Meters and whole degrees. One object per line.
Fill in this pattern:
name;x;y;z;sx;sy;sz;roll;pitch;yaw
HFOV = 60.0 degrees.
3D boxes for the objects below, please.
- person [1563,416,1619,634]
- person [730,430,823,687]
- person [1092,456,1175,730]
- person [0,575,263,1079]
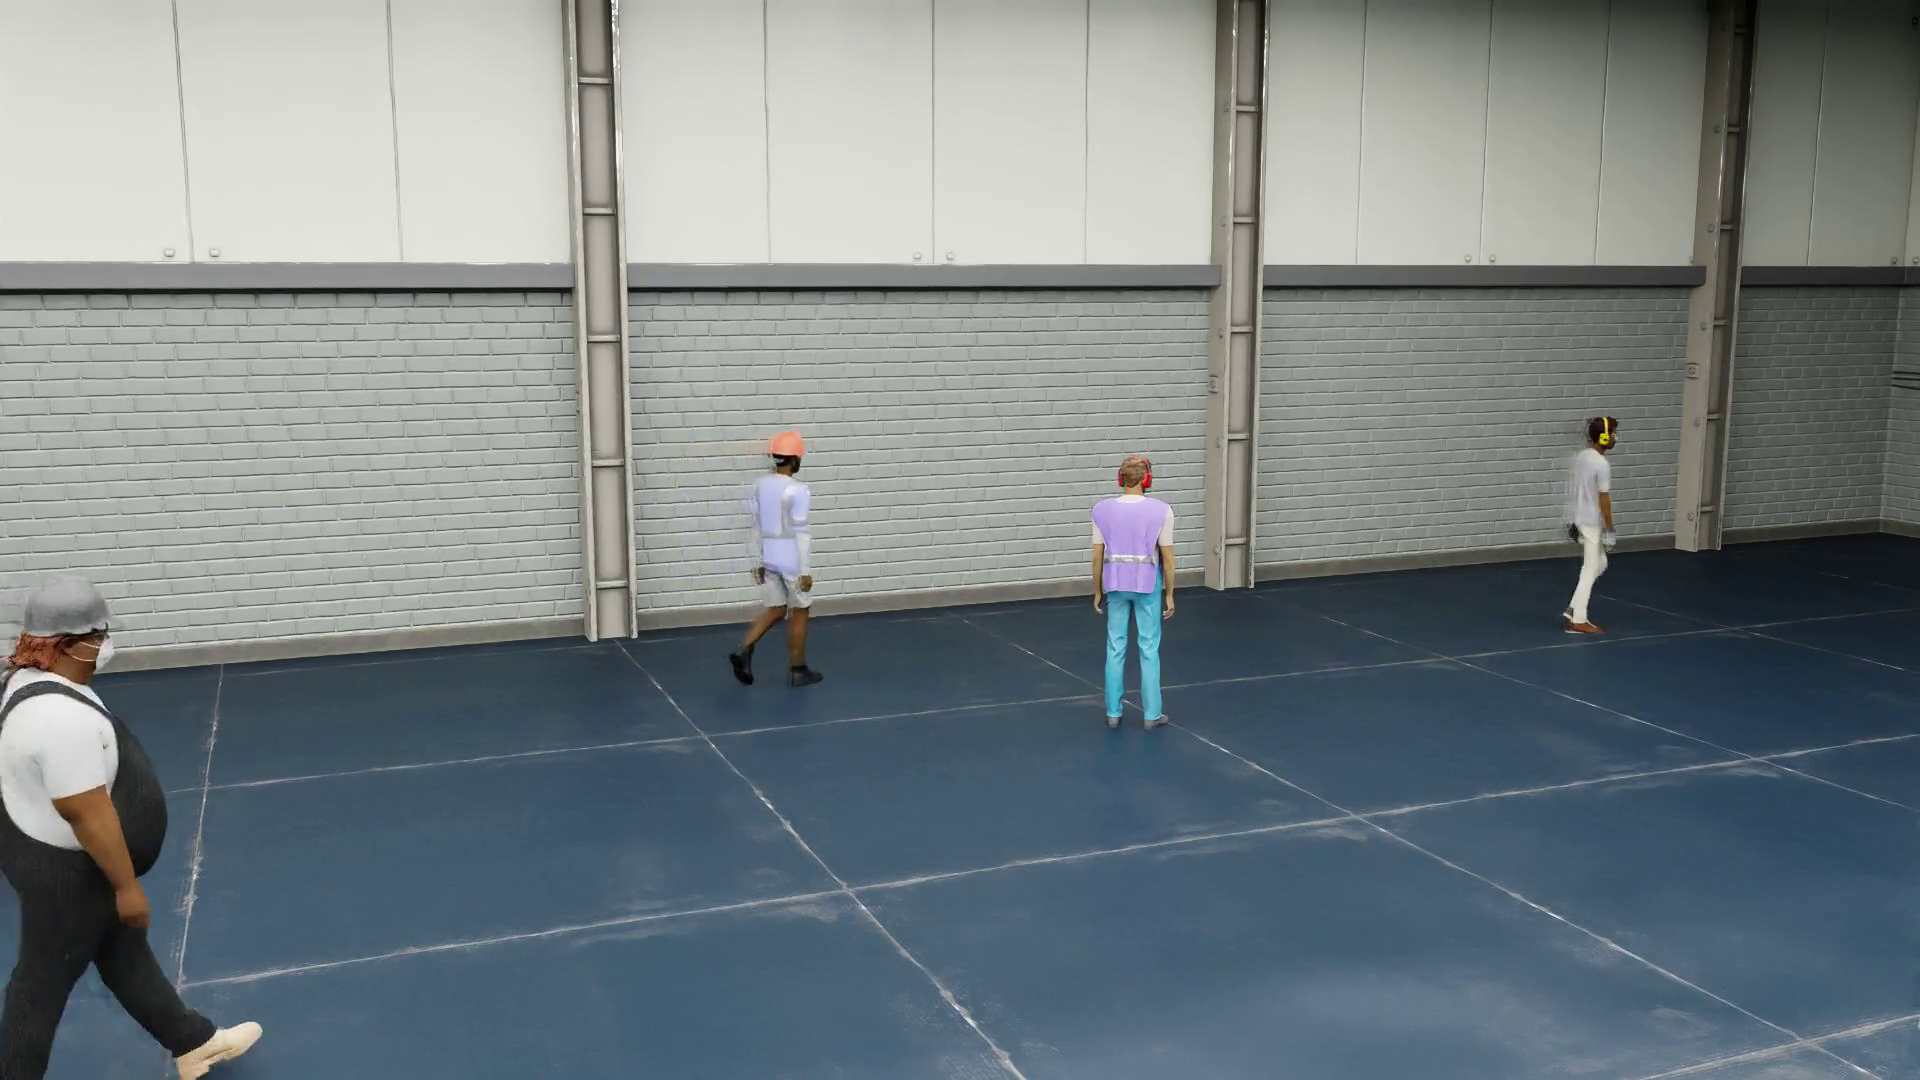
person;5.350;-0.116;14.025;0.407;1.854;0.570;0;9;-2
person;-1.336;0.160;12.131;0.549;1.921;0.673;9;12;43
person;1.152;0.357;11.108;0.563;1.837;0.389;3;10;18
person;-3.013;1.085;5.904;1.000;2.000;0.697;-6;11;-33
